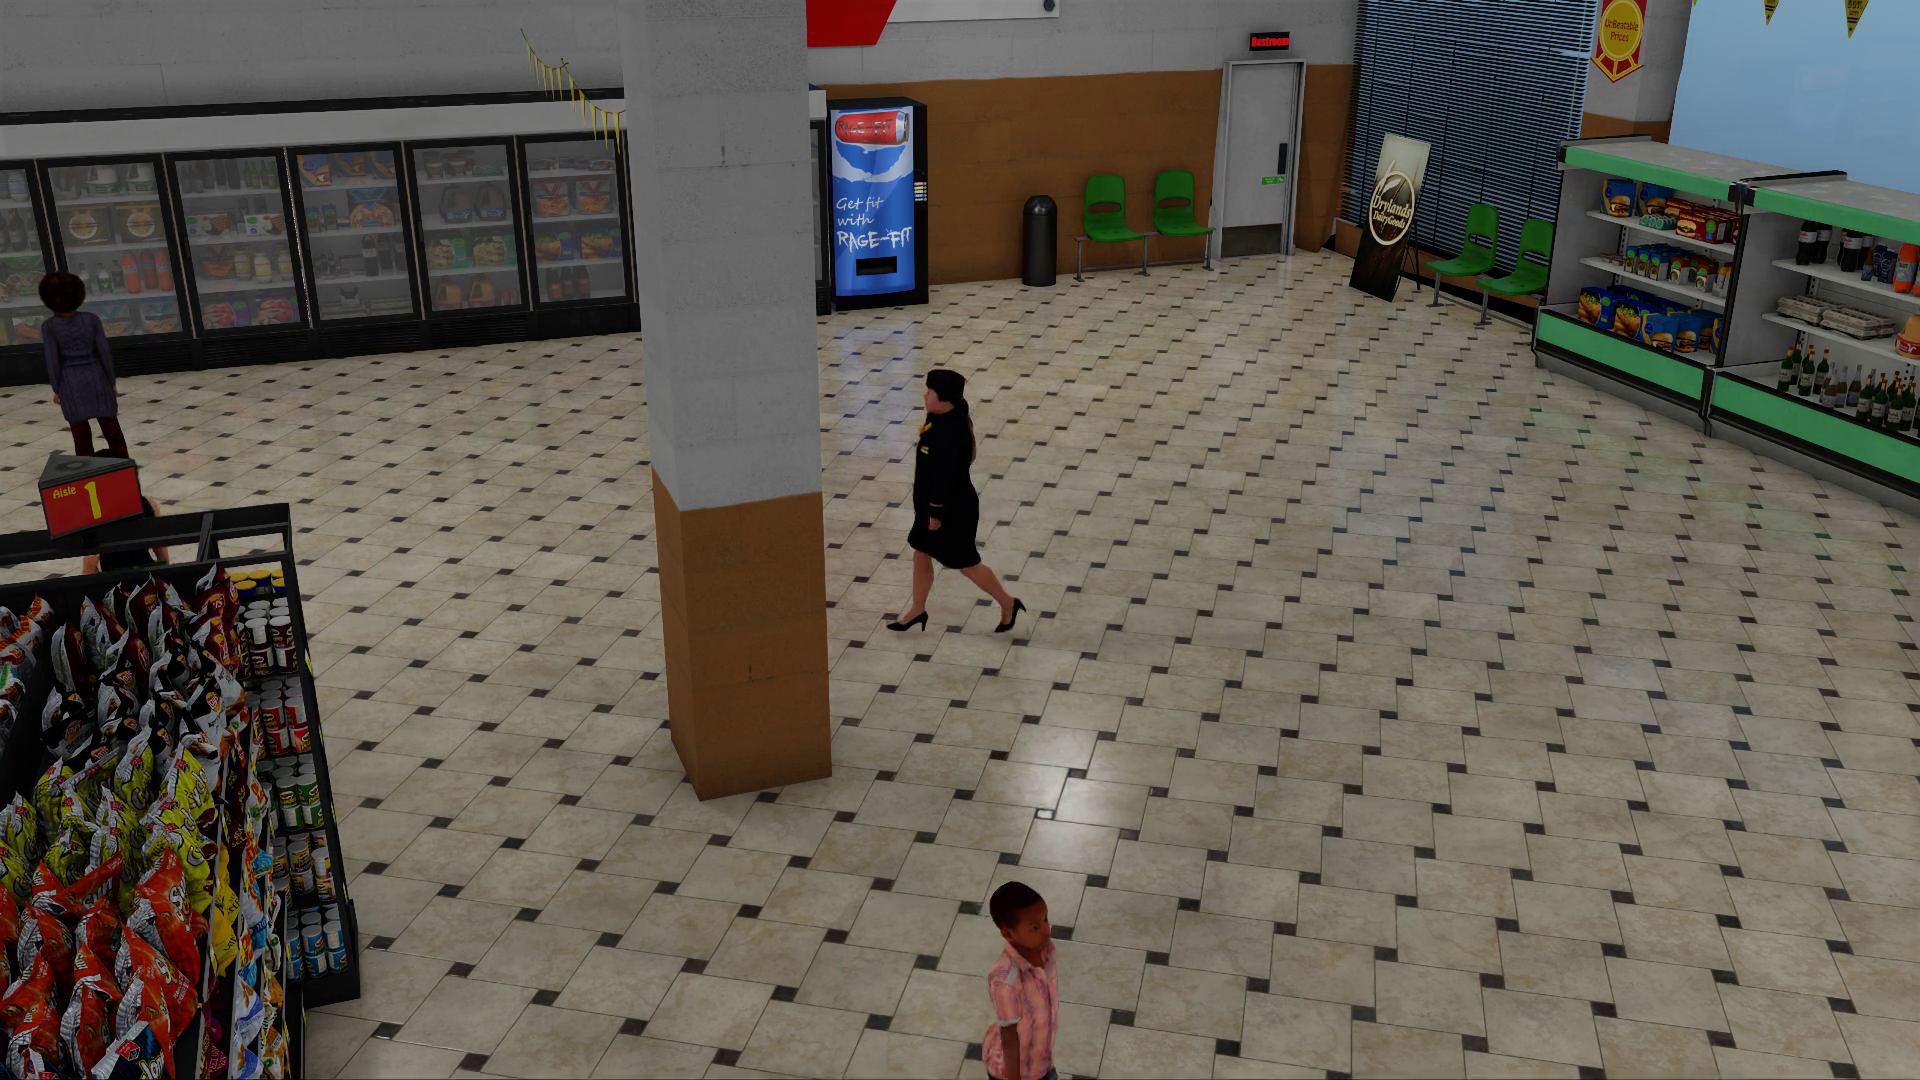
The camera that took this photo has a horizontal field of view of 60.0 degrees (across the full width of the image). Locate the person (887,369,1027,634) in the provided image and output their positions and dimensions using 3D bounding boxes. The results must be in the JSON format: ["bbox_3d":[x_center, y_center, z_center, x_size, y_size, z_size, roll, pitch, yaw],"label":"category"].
[{"bbox_3d":[0.016,-0.166,9.805,0.984,1.641,1.113,-1,22,-2],"label":"person"}]

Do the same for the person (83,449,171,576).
[{"bbox_3d":[-4.251,0.329,8.680,1.079,1.560,1.012,11,24,25],"label":"person"}]

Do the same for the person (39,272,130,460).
[{"bbox_3d":[-6.299,-1.079,11.985,0.622,1.709,0.577,-14,26,-31],"label":"person"}]

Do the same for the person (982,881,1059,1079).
[{"bbox_3d":[0.152,1.708,5.599,0.677,1.299,0.621,15,26,32],"label":"person"}]
